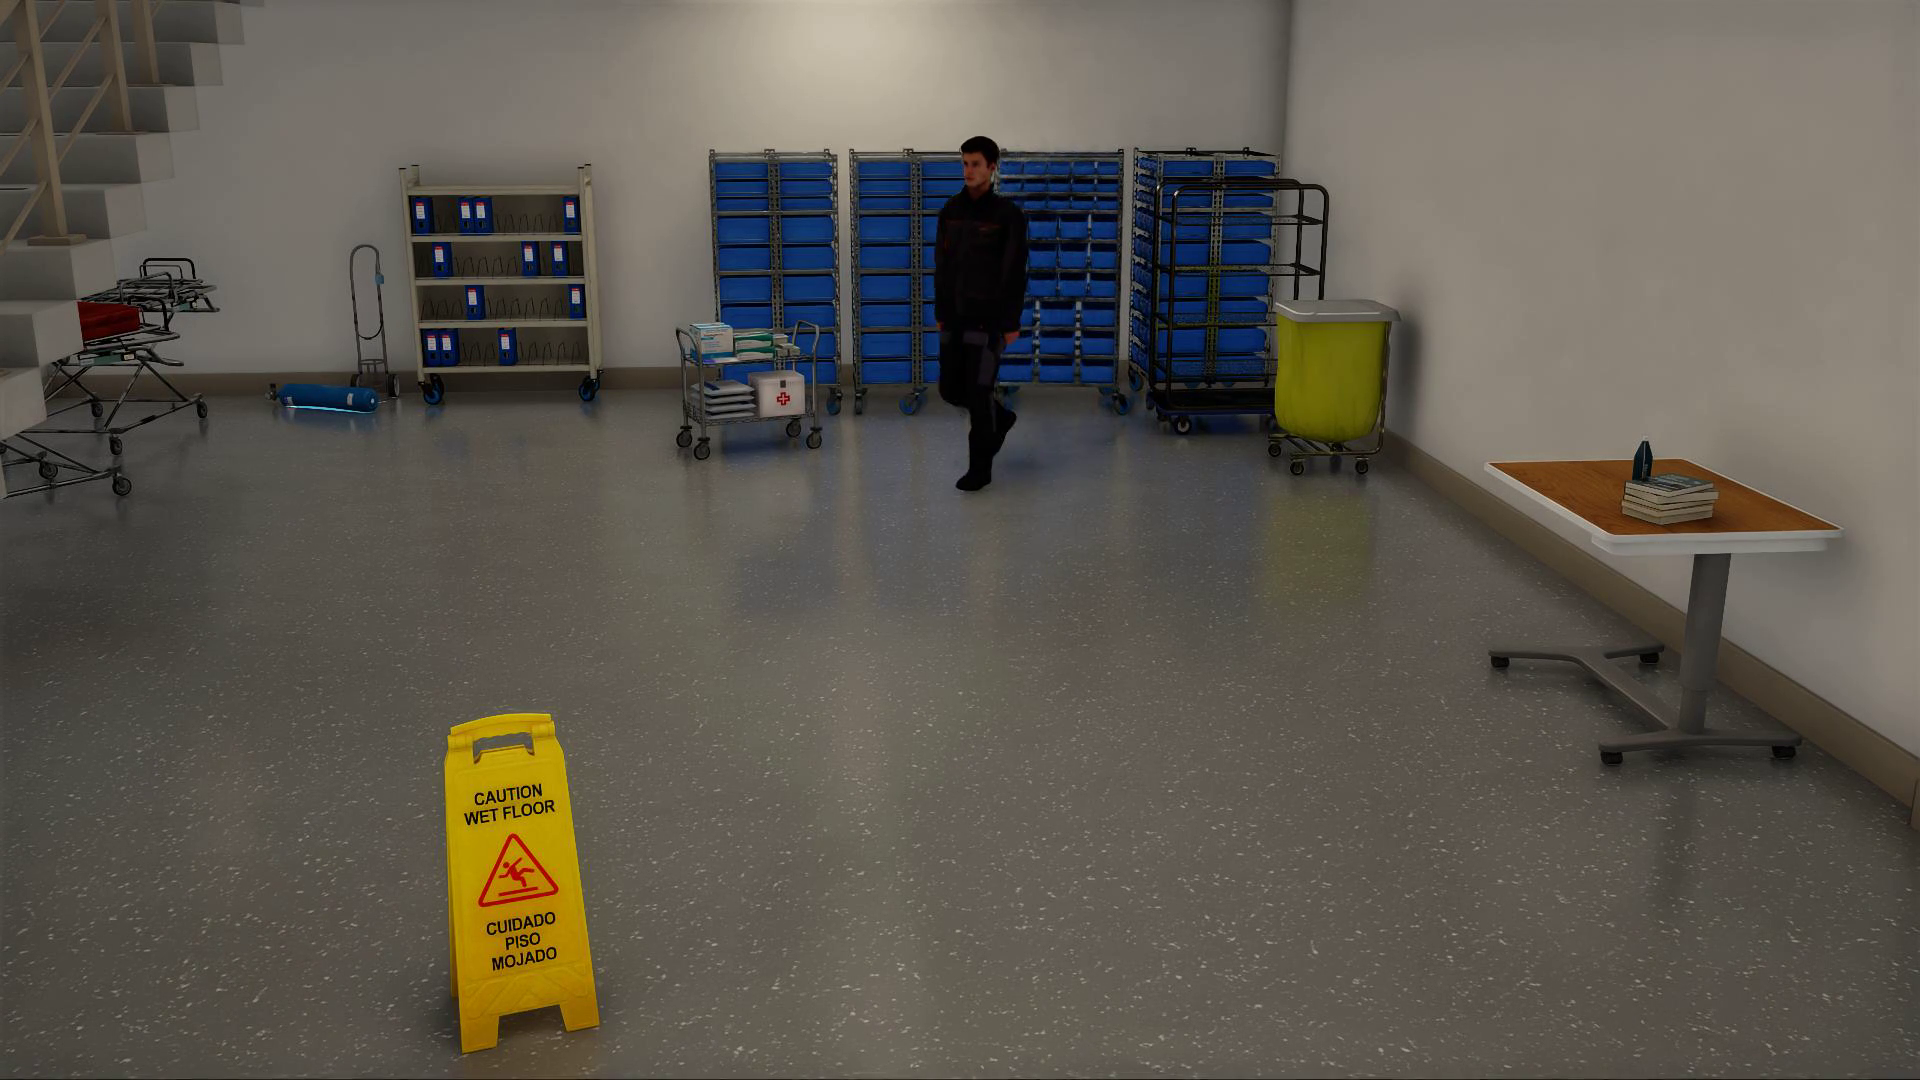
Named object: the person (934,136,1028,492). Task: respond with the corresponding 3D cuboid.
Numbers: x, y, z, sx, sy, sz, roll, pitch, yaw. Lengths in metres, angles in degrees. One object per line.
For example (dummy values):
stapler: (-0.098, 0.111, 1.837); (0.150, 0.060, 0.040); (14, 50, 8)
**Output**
person: (0.138, -1.266, 9.297); (1.008, 1.924, 1.086); (11, 19, 34)
